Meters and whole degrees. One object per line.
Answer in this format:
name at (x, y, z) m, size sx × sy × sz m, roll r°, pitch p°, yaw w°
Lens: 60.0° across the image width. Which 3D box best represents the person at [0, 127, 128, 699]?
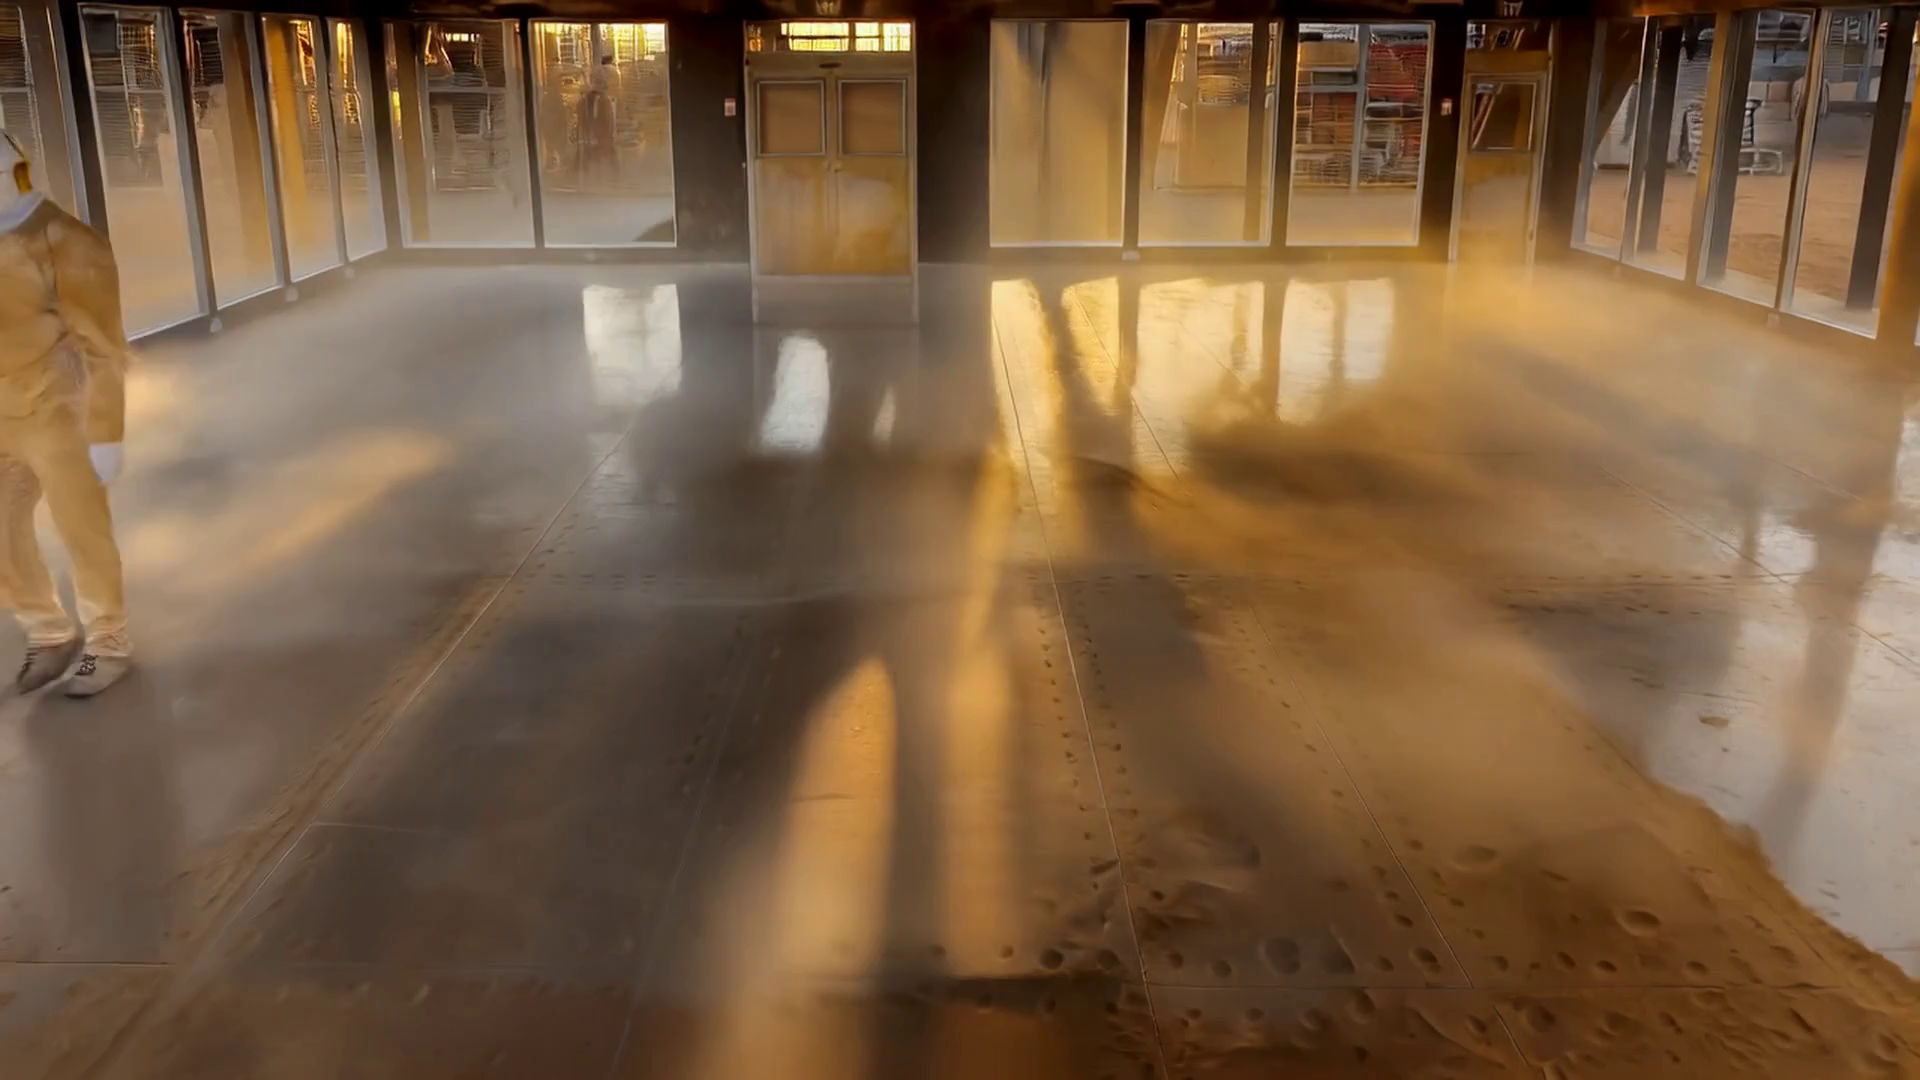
person at (-3.030, -0.382, 5.419) m, size 0.667 × 1.888 × 0.499 m, roll 3°, pitch 17°, yaw 9°
